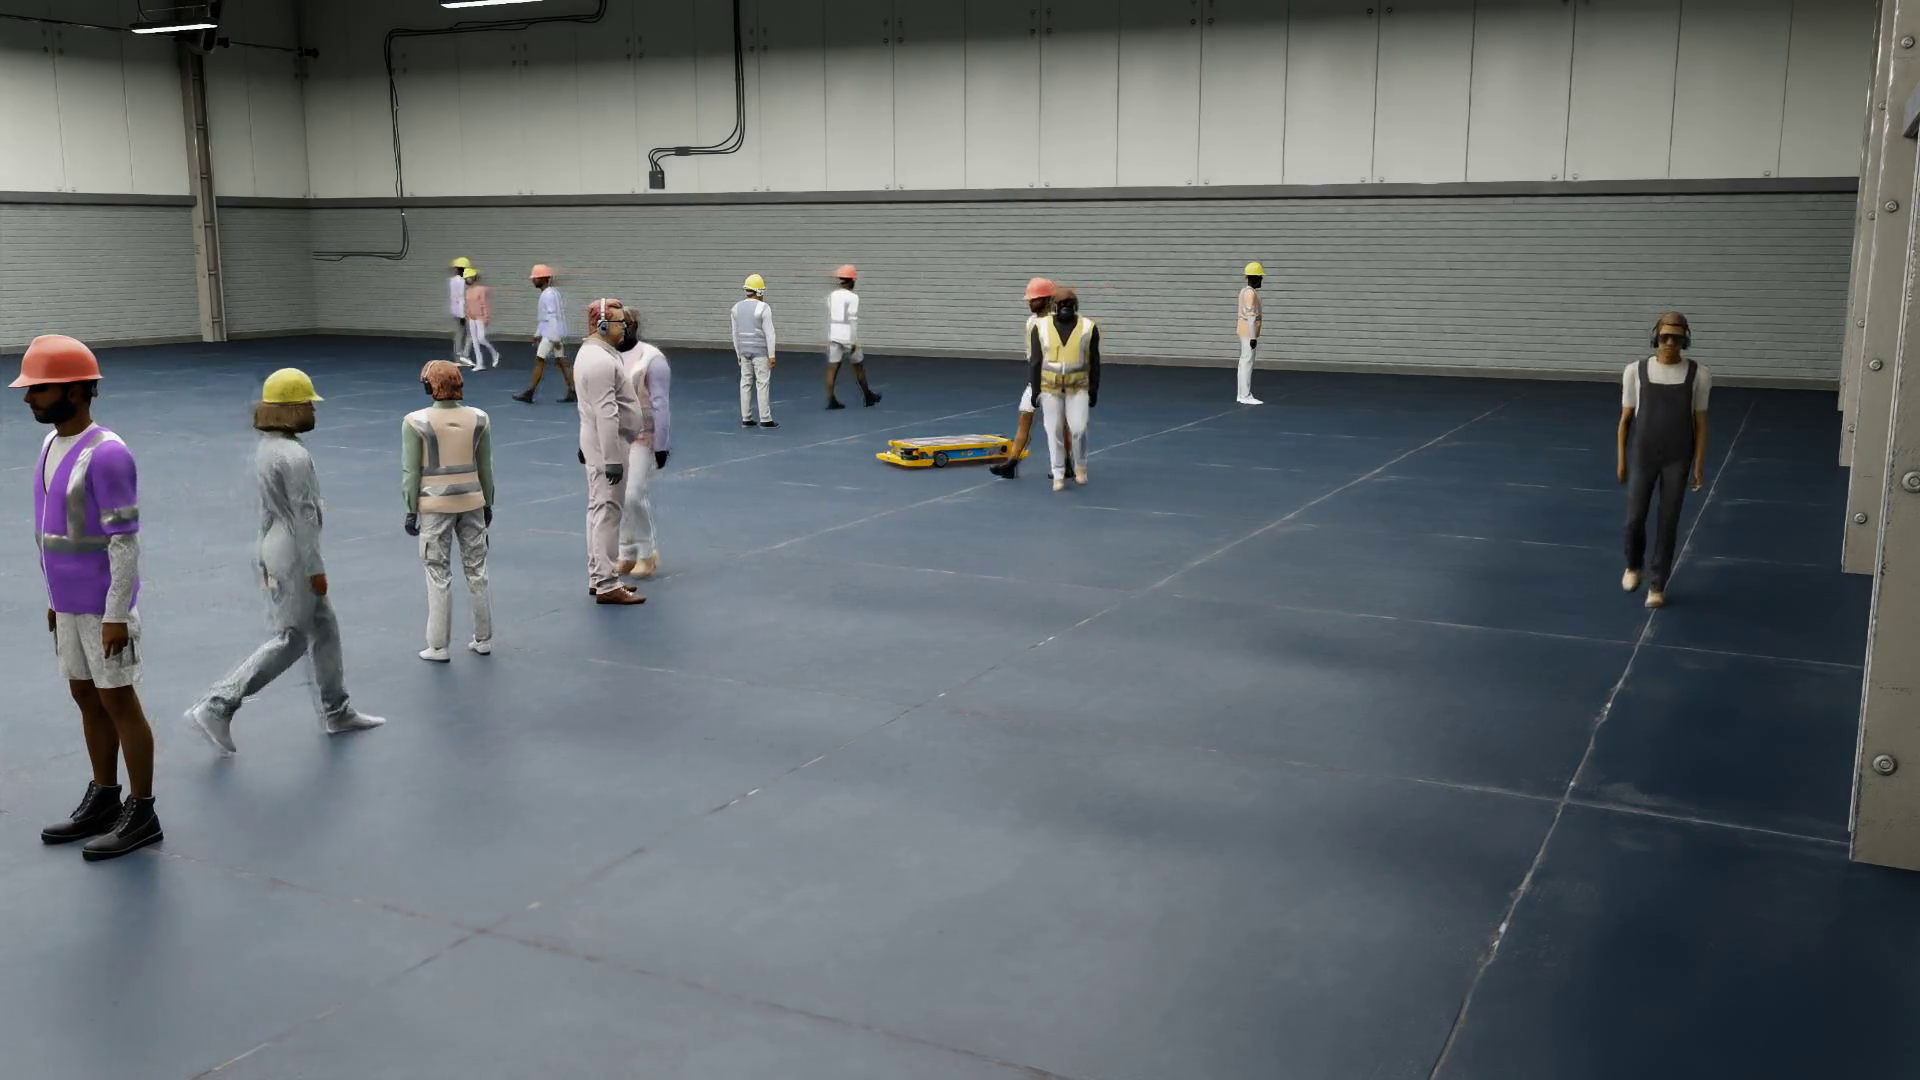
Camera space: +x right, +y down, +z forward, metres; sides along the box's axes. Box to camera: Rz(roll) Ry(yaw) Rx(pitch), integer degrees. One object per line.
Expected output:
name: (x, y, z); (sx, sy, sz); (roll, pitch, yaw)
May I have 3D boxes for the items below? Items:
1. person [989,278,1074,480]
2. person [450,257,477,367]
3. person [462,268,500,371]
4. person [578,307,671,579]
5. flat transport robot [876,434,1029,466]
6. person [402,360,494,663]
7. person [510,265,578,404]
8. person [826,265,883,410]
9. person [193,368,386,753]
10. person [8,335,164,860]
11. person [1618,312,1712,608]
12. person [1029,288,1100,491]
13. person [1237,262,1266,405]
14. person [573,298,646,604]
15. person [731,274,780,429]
person: (0.702, -1.478, 15.508); (0.976, 1.889, 0.554); (-8, 13, -39)
person: (-8.650, -3.966, 29.037); (0.461, 1.912, 0.590); (-7, 12, -33)
person: (-8.145, -3.737, 28.213); (0.553, 1.740, 0.488); (7, 13, 34)
person: (-2.261, -0.649, 11.170); (0.639, 1.833, 0.481); (7, 12, 32)
flat transport robot: (-0.071, -0.921, 16.895); (1.431, 0.197, 0.652); (-6, 12, -30)
person: (-2.757, -0.155, 9.010); (0.516, 1.635, 0.312); (-10, 14, -42)
person: (-5.710, -2.803, 22.735); (0.975, 1.886, 0.553); (-1, 10, -8)
person: (-1.448, -2.688, 22.112); (0.549, 1.895, 0.949); (8, 13, 38)
person: (-3.045, 0.088, 7.450); (0.782, 1.716, 0.486); (-6, 12, -31)
person: (-3.245, 0.213, 6.166); (0.547, 1.938, 0.359); (8, 13, 36)
person: (4.341, -0.493, 10.299); (0.505, 1.834, 0.437); (4, 11, 22)
person: (0.942, -1.352, 15.014); (0.633, 1.828, 0.438); (1, 10, 6)
person: (3.968, -2.815, 22.705); (0.368, 1.928, 0.585); (0, 10, 1)
person: (-2.191, -0.555, 10.438); (0.408, 1.906, 0.654); (-3, 11, -18)
person: (-2.421, -2.230, 19.771); (0.588, 1.833, 0.404); (6, 12, 30)
